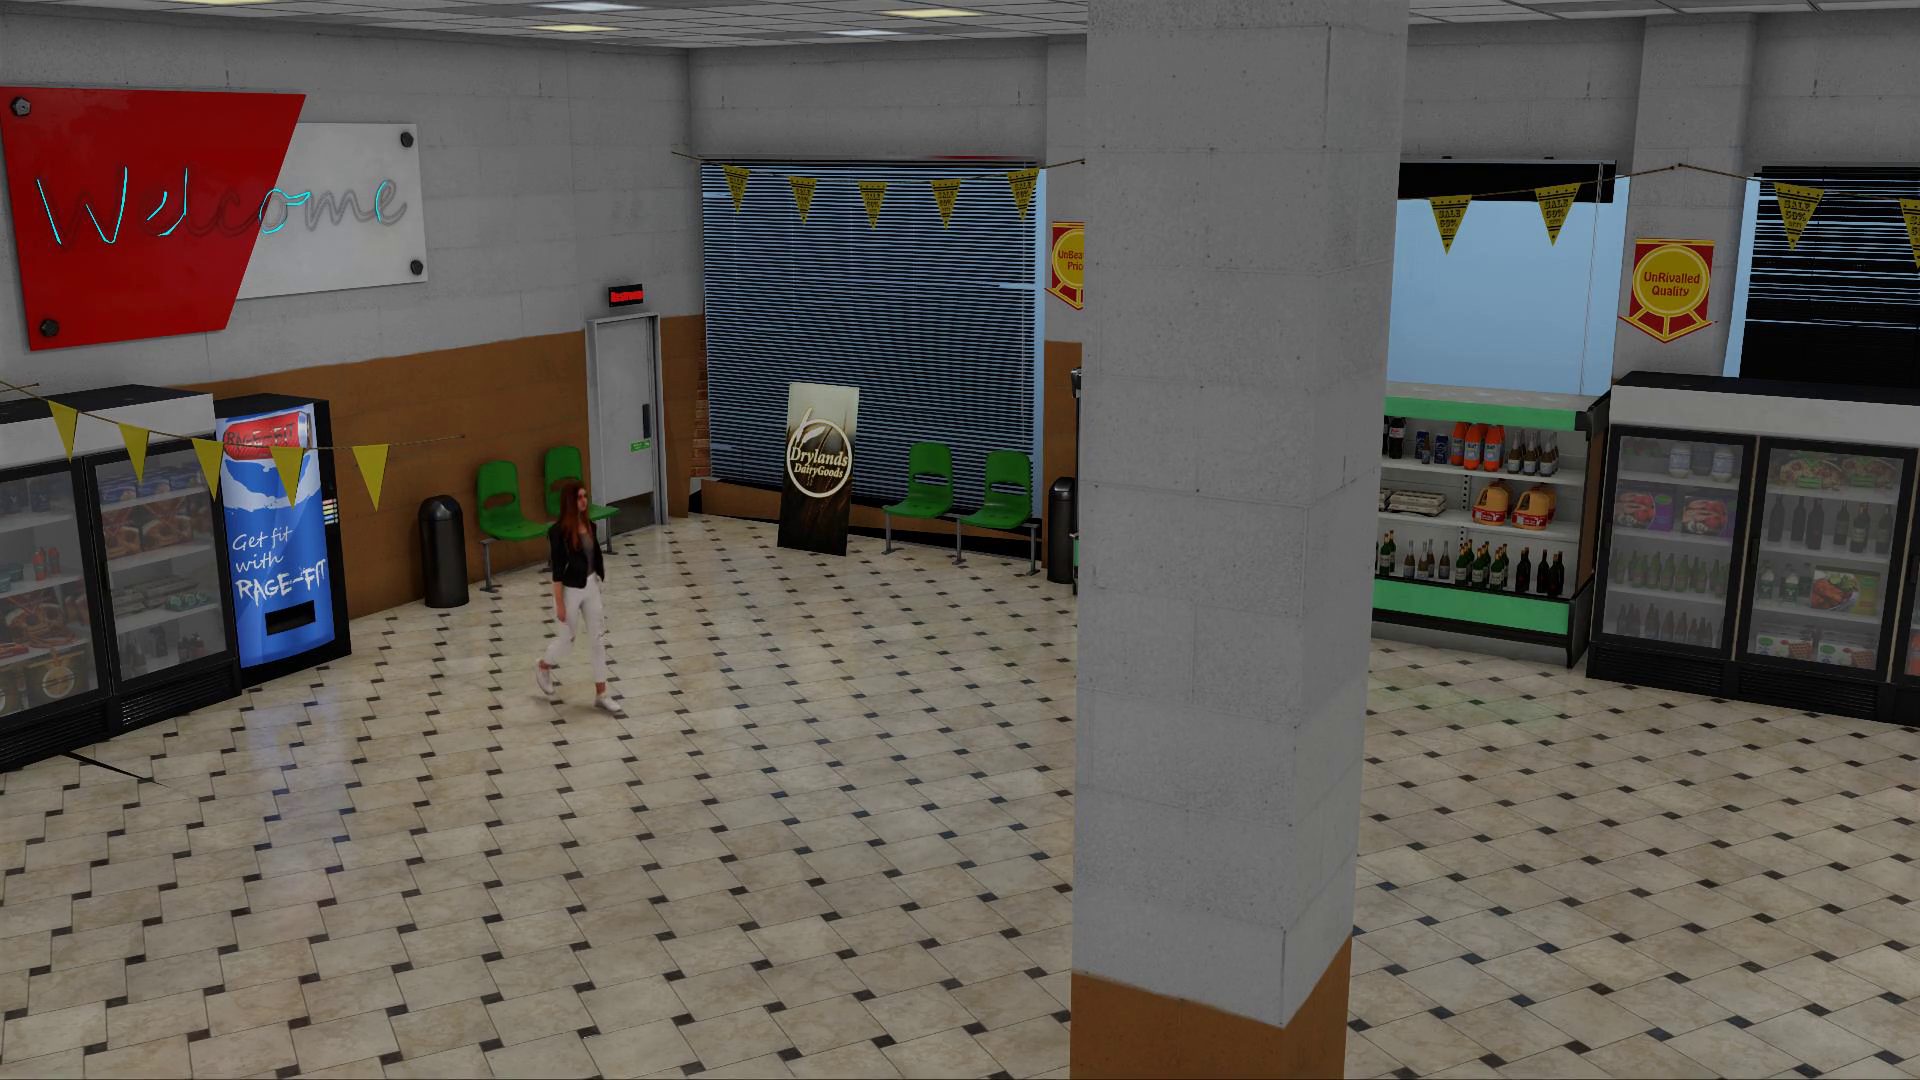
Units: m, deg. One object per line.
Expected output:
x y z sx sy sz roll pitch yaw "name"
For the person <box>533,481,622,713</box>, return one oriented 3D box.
-2.849 0.413 12.135 1.096 1.678 0.702 10 17 37 "person"
